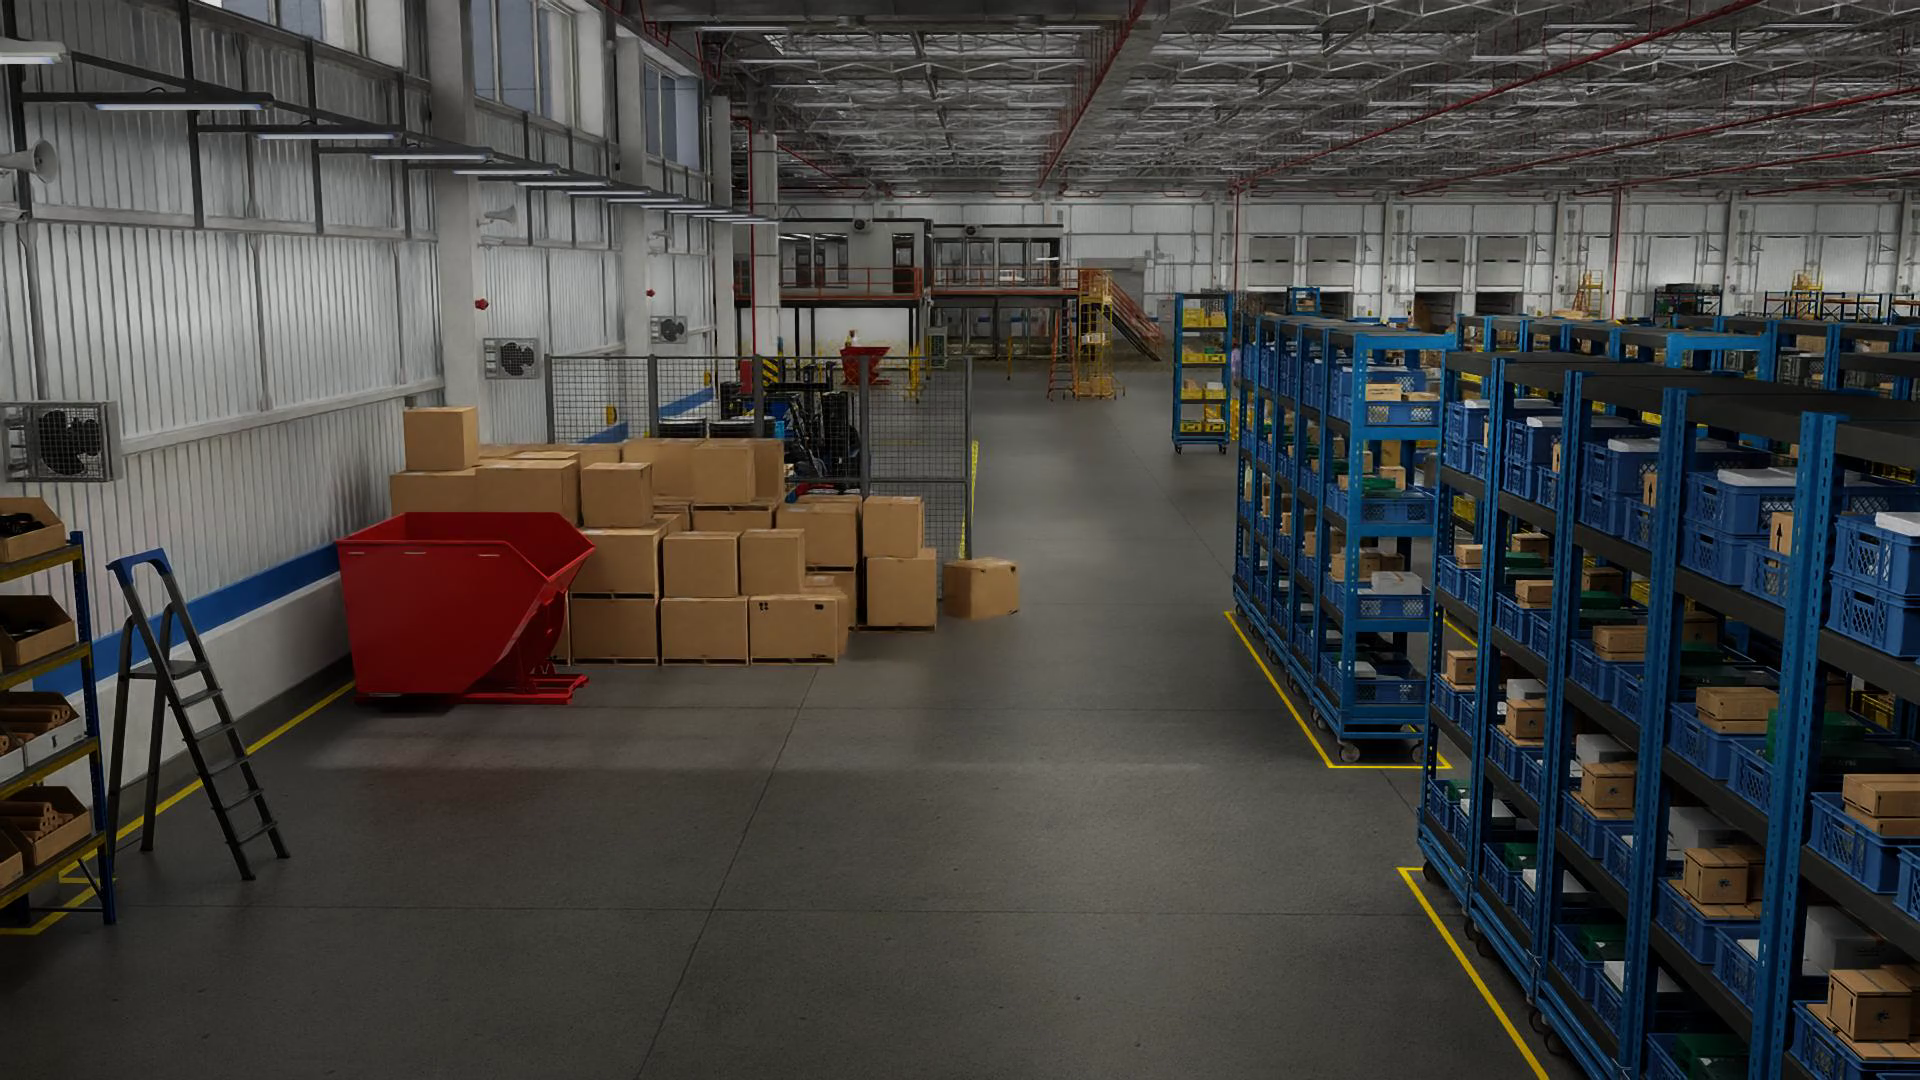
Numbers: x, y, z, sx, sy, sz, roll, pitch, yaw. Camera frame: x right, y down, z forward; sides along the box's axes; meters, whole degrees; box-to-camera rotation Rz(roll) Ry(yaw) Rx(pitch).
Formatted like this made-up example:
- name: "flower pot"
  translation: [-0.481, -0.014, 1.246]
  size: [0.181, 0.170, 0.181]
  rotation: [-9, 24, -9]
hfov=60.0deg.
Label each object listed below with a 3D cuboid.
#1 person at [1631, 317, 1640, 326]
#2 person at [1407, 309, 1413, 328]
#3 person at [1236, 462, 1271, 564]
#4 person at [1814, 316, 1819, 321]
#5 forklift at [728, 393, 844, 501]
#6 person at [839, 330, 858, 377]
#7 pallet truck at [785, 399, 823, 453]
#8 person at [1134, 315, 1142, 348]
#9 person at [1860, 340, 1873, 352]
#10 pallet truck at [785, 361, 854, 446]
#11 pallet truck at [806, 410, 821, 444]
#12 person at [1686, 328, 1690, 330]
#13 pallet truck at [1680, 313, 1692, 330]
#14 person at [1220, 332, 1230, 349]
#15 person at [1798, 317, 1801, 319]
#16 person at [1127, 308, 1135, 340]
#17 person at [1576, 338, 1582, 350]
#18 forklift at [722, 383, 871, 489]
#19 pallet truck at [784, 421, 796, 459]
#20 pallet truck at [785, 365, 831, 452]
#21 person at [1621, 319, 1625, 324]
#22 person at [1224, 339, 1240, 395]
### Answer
- name: "person"
  translation: [31.745, -9.525, 78.280]
  size: [0.592, 1.922, 0.399]
  rotation: [-1, 9, -6]
- name: "person"
  translation: [25.601, -12.182, 94.674]
  size: [0.395, 1.920, 0.585]
  rotation: [6, 11, 33]
- name: "person"
  translation: [3.916, -0.368, 22.056]
  size: [0.603, 1.830, 0.404]
  rotation: [8, 12, 41]
- name: "person"
  translation: [41.212, -9.814, 80.060]
  size: [0.376, 1.917, 0.600]
  rotation: [-1, 9, -6]
- name: "forklift"
  translation: [-2.979, -1.316, 26.476]
  size: [2.680, 1.987, 1.157]
  rotation: [0, 9, 1]
- name: "person"
  translation: [-4.136, -7.184, 64.101]
  size: [1.038, 1.825, 0.594]
  rotation: [0, 9, 0]
- name: "pallet truck"
  translation: [-3.814, -2.432, 36.419]
  size: [1.630, 1.274, 0.653]
  rotation: [0, 9, 1]
- name: "person"
  translation: [9.452, -11.094, 88.189]
  size: [0.429, 1.845, 0.626]
  rotation: [-1, 9, -9]
- name: "person"
  translation: [31.710, -6.184, 58.051]
  size: [0.908, 1.785, 0.626]
  rotation: [5, 10, 27]
- name: "pallet truck"
  translation: [-3.410, -3.193, 38.978]
  size: [1.885, 1.965, 0.823]
  rotation: [0, 9, -1]
- name: "pallet truck"
  translation: [-3.559, -2.018, 33.905]
  size: [1.522, 1.261, 0.704]
  rotation: [0, 9, -1]
- name: "person"
  translation: [26.667, -6.787, 61.149]
  size: [0.382, 1.994, 0.622]
  rotation: [-4, 10, -25]
- name: "pallet truck"
  translation: [36.315, -10.531, 84.244]
  size: [0.823, 1.965, 1.885]
  rotation: [-6, 11, -33]
- name: "person"
  translation: [11.934, -8.974, 74.966]
  size: [0.549, 1.903, 0.943]
  rotation: [-6, 11, -33]
- name: "person"
  translation: [41.826, -10.277, 83.262]
  size: [0.923, 1.798, 0.660]
  rotation: [2, 9, 12]
- name: "person"
  translation: [10.078, -12.737, 98.089]
  size: [0.469, 1.916, 0.633]
  rotation: [6, 11, 34]
- name: "person"
  translation: [24.808, -7.811, 67.327]
  size: [0.687, 2.000, 0.535]
  rotation: [2, 9, 13]
- name: "forklift"
  translation: [-2.893, -1.687, 28.729]
  size: [2.680, 1.987, 1.157]
  rotation: [0, 9, -1]
- name: "pallet truck"
  translation: [-4.013, -1.793, 32.705]
  size: [1.601, 1.201, 0.680]
  rotation: [0, 9, 1]
- name: "pallet truck"
  translation: [-3.774, -2.976, 37.635]
  size: [1.885, 1.965, 0.823]
  rotation: [1, 9, 5]
- name: "person"
  translation: [33.265, -10.258, 83.523]
  size: [0.759, 1.674, 0.534]
  rotation: [-8, 12, -40]
- name: "person"
  translation: [8.566, -5.357, 52.272]
  size: [0.628, 2.024, 0.814]
  rotation: [8, 12, 40]
